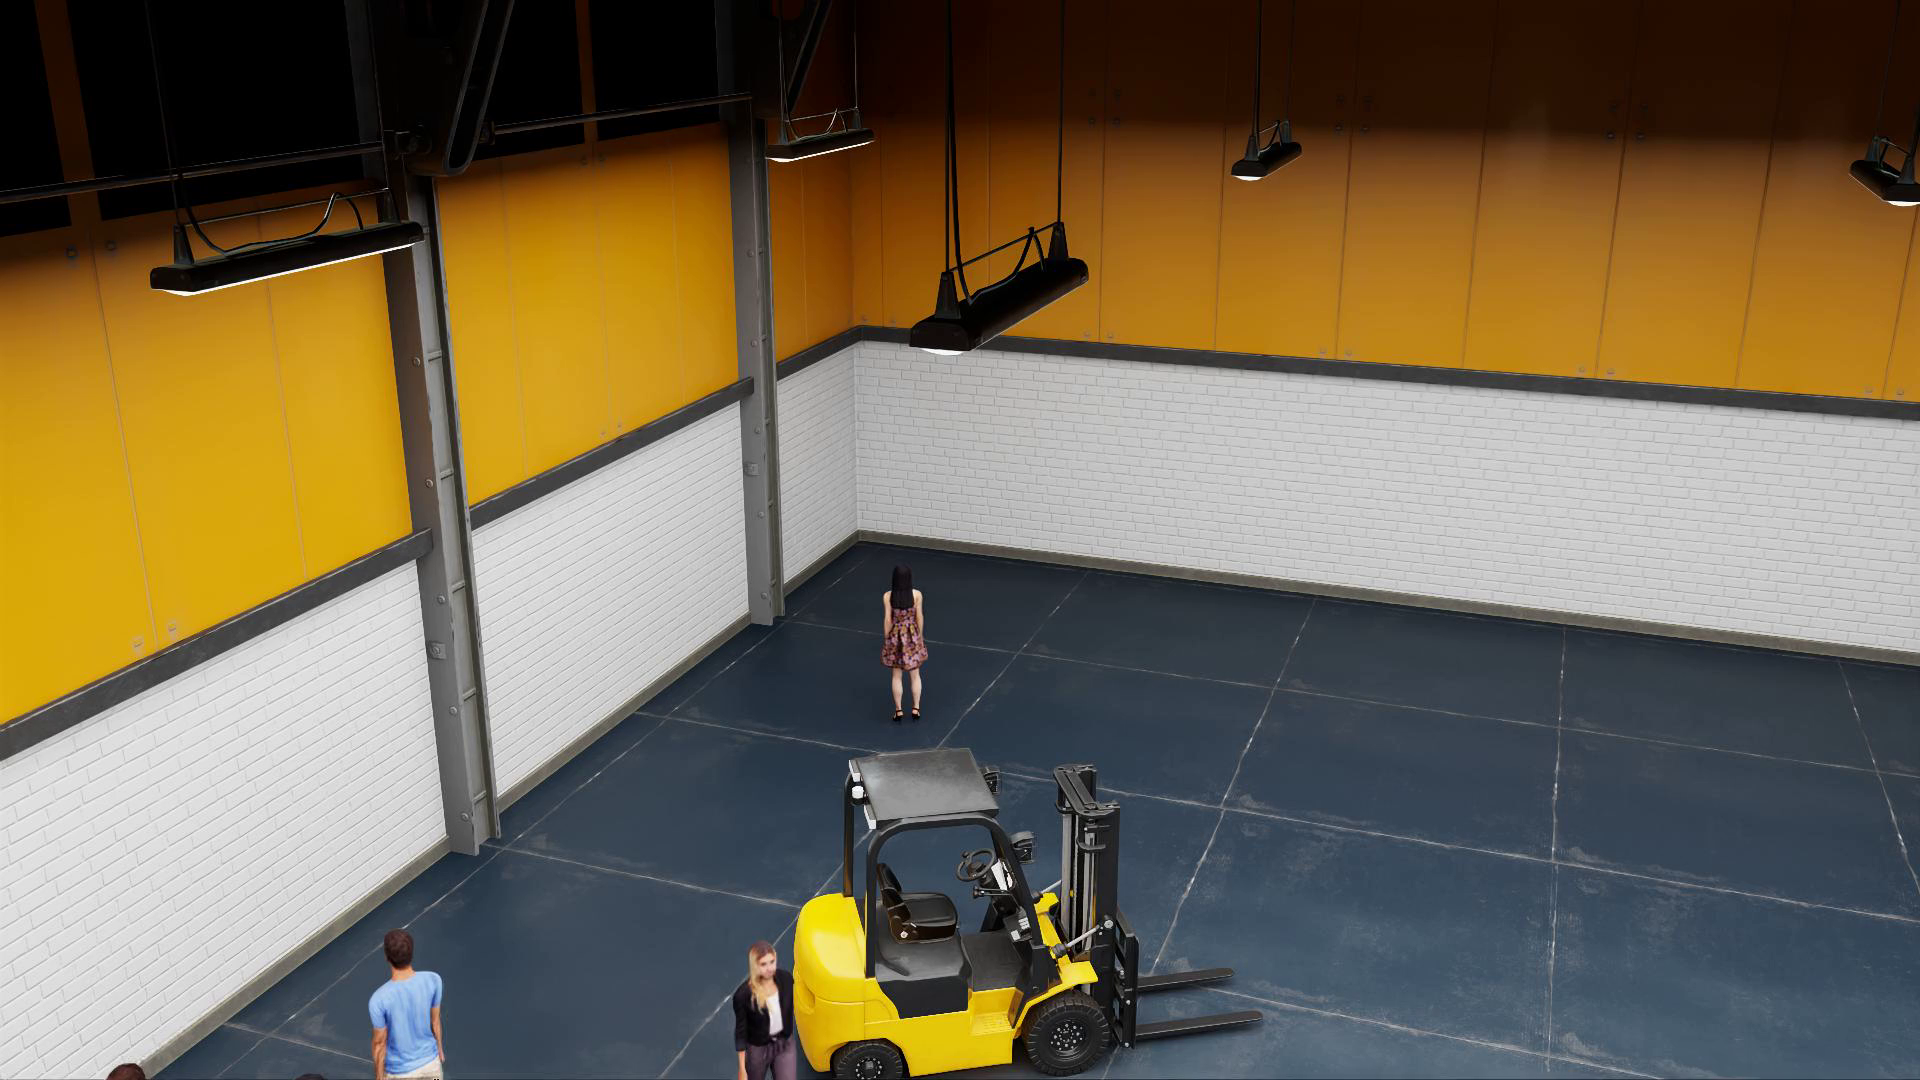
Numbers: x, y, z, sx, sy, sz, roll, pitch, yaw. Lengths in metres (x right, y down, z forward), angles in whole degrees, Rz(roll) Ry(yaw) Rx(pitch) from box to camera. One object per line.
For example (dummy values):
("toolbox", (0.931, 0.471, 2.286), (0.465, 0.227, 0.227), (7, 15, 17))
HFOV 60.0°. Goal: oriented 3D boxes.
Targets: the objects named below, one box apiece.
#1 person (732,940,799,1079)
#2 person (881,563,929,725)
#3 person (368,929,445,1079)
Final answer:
("person", (-1.305, 3.350, 10.912), (1.053, 1.630, 1.060), (-11, 21, -29))
("person", (-0.592, 1.080, 17.428), (0.789, 1.773, 0.825), (-3, 19, -9))
("person", (-3.466, 3.345, 10.573), (0.718, 1.857, 0.830), (-16, 25, -40))
